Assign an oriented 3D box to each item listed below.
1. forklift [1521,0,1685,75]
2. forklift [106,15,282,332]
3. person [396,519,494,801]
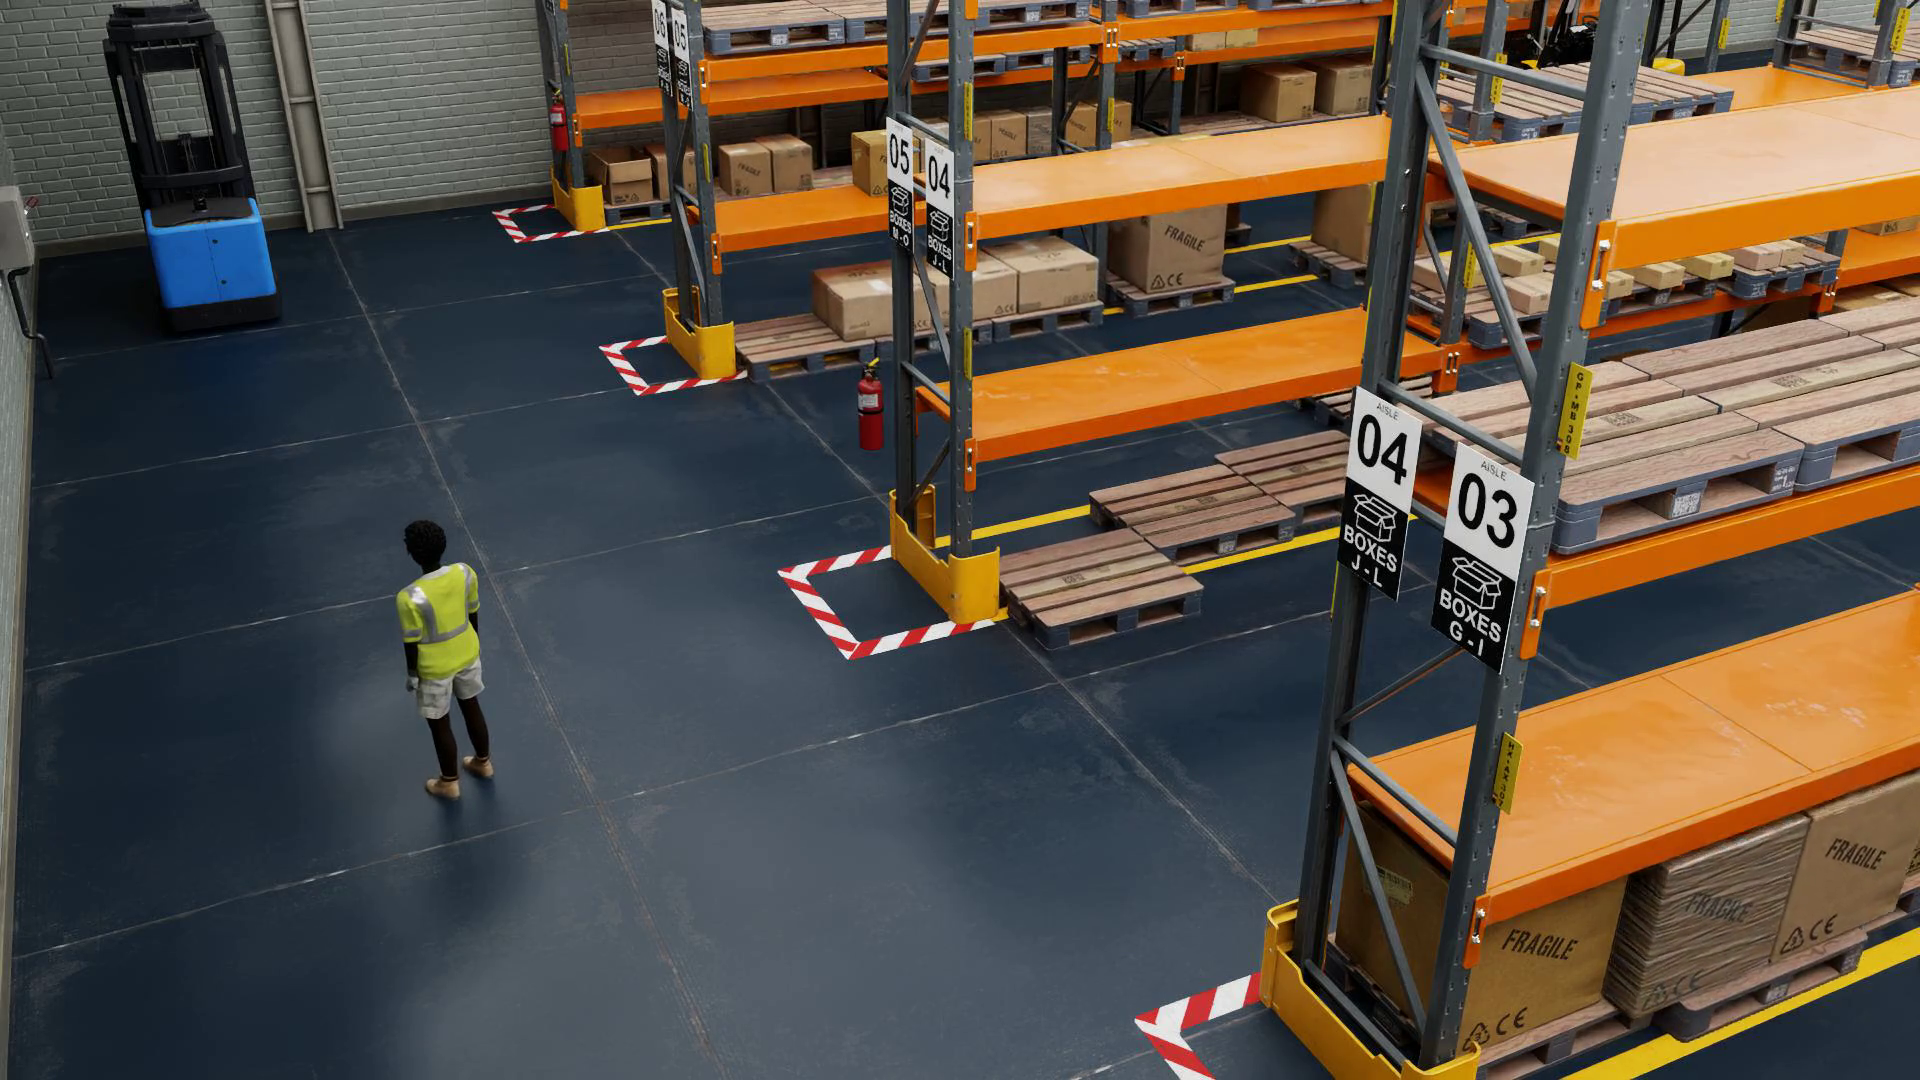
[{"bbox_3d":[8.950,-6.807,23.056,1.214,2.155,2.313,-12,30,-22],"label":"forklift"},{"bbox_3d":[-7.548,-3.672,16.323,1.129,2.768,1.873,-12,30,-22],"label":"forklift"},{"bbox_3d":[-2.869,0.666,9.287,0.320,1.686,0.537,16,31,27],"label":"person"}]
